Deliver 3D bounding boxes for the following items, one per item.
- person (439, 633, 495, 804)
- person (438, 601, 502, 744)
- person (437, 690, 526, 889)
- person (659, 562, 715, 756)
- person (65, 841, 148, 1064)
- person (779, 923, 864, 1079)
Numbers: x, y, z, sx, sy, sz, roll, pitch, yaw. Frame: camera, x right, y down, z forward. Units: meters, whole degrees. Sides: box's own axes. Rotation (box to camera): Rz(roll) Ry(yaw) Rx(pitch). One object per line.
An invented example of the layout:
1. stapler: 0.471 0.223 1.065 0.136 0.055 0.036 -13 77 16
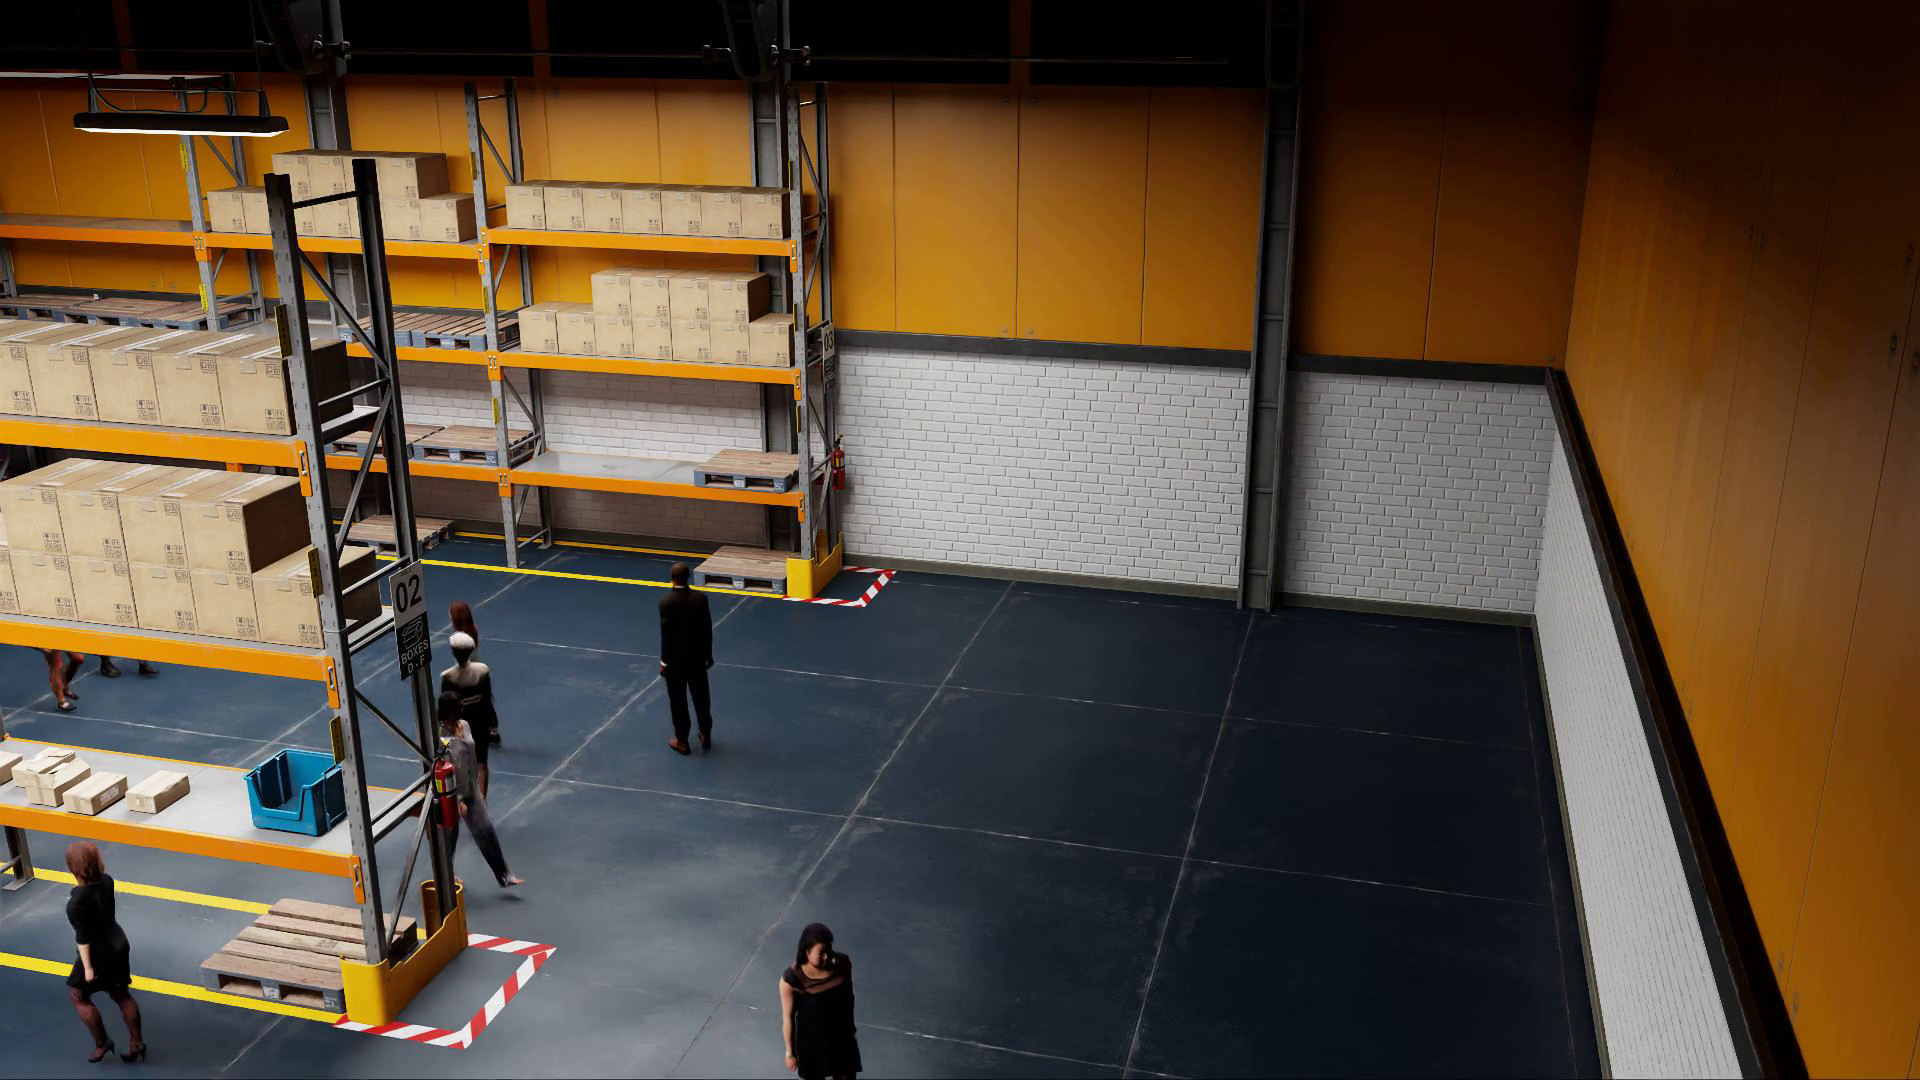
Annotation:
1. person: -4.286 1.683 14.579 0.910 1.735 0.977 -12 22 -31
2. person: -4.699 1.317 16.132 0.993 1.438 0.608 7 20 19
3. person: -4.155 2.052 13.479 1.081 1.737 0.745 9 21 25
4. person: -2.640 1.119 15.991 0.792 1.903 0.850 -11 21 -29
5. person: -5.727 2.823 11.264 0.661 1.691 0.628 2 19 7
6. person: -0.902 3.103 10.409 0.800 1.706 0.865 -10 21 -26
